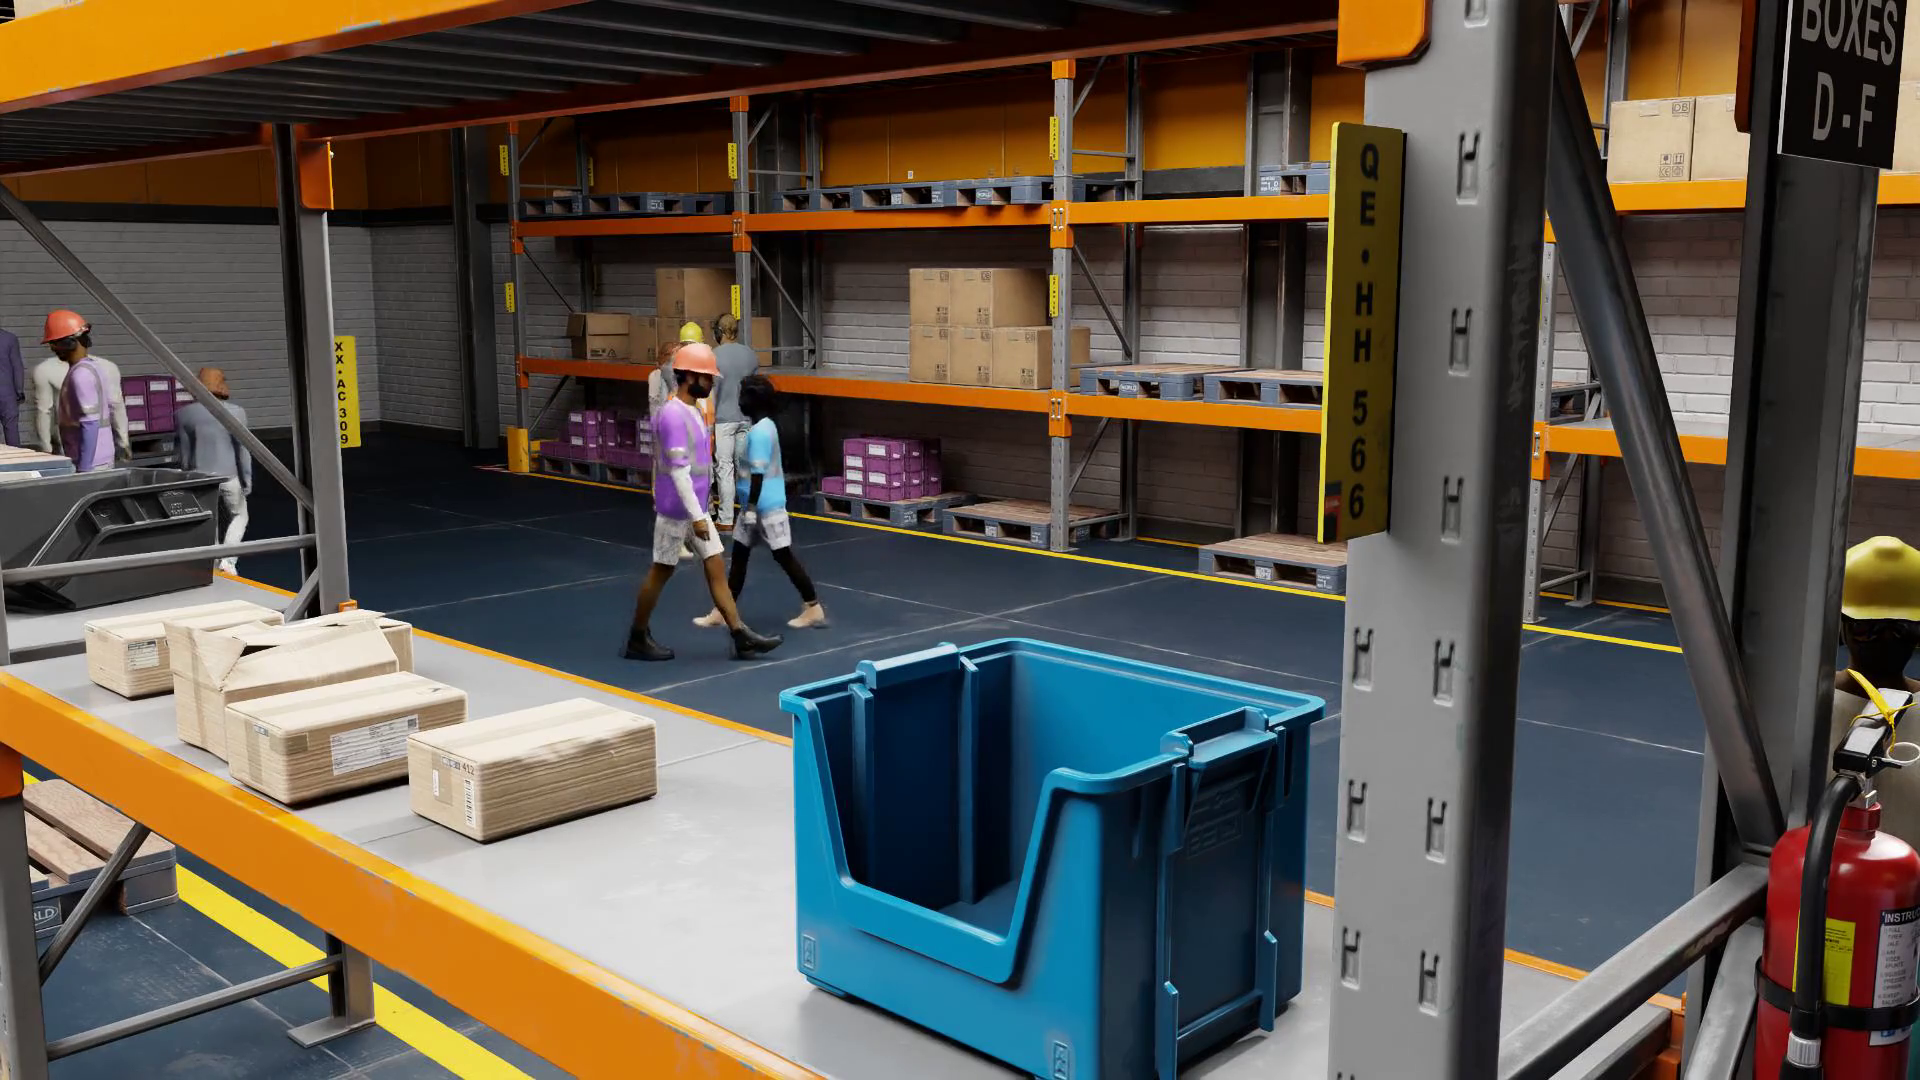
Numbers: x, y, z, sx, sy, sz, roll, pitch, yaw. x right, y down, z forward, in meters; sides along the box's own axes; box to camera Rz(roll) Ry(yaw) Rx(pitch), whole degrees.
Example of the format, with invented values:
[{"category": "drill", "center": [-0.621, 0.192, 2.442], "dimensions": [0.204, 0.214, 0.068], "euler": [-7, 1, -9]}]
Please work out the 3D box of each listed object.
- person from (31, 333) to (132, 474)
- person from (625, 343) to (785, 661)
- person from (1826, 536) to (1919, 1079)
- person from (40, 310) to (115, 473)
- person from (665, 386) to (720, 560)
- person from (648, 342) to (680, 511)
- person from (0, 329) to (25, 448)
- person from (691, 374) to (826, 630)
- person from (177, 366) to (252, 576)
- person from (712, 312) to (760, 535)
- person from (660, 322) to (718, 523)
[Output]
[{"category": "person", "center": [-6.927, -0.768, 13.115], "dimensions": [0.517, 1.921, 0.645], "euler": [9, 13, 44]}, {"category": "person", "center": [-1.551, -0.200, 9.729], "dimensions": [0.958, 1.885, 0.553], "euler": [2, 9, 10]}, {"category": "person", "center": [1.905, 0.864, 3.557], "dimensions": [0.533, 1.768, 0.310], "euler": [2, 9, 12]}, {"category": "person", "center": [-6.059, -0.562, 11.487], "dimensions": [0.399, 2.033, 0.605], "euler": [-4, 10, -23]}, {"category": "person", "center": [-2.136, -0.687, 13.317], "dimensions": [0.320, 1.687, 0.534], "euler": [5, 11, 30]}, {"category": "person", "center": [-2.768, -1.079, 15.898], "dimensions": [0.277, 1.629, 0.496], "euler": [7, 12, 38]}, {"category": "person", "center": [-10.965, -1.708, 18.895], "dimensions": [0.643, 1.910, 0.400], "euler": [-2, 10, -14]}, {"category": "person", "center": [-1.264, -0.229, 10.613], "dimensions": [0.857, 1.652, 0.540], "euler": [-1, 9, -8]}, {"category": "person", "center": [-5.368, -0.442, 12.000], "dimensions": [0.516, 1.619, 0.367], "euler": [-1, 9, -4]}, {"category": "person", "center": [-2.021, -1.011, 14.527], "dimensions": [0.372, 1.940, 0.631], "euler": [7, 12, 38]}, {"category": "person", "center": [-2.402, -1.047, 15.052], "dimensions": [0.600, 1.835, 0.404], "euler": [4, 10, 22]}]
